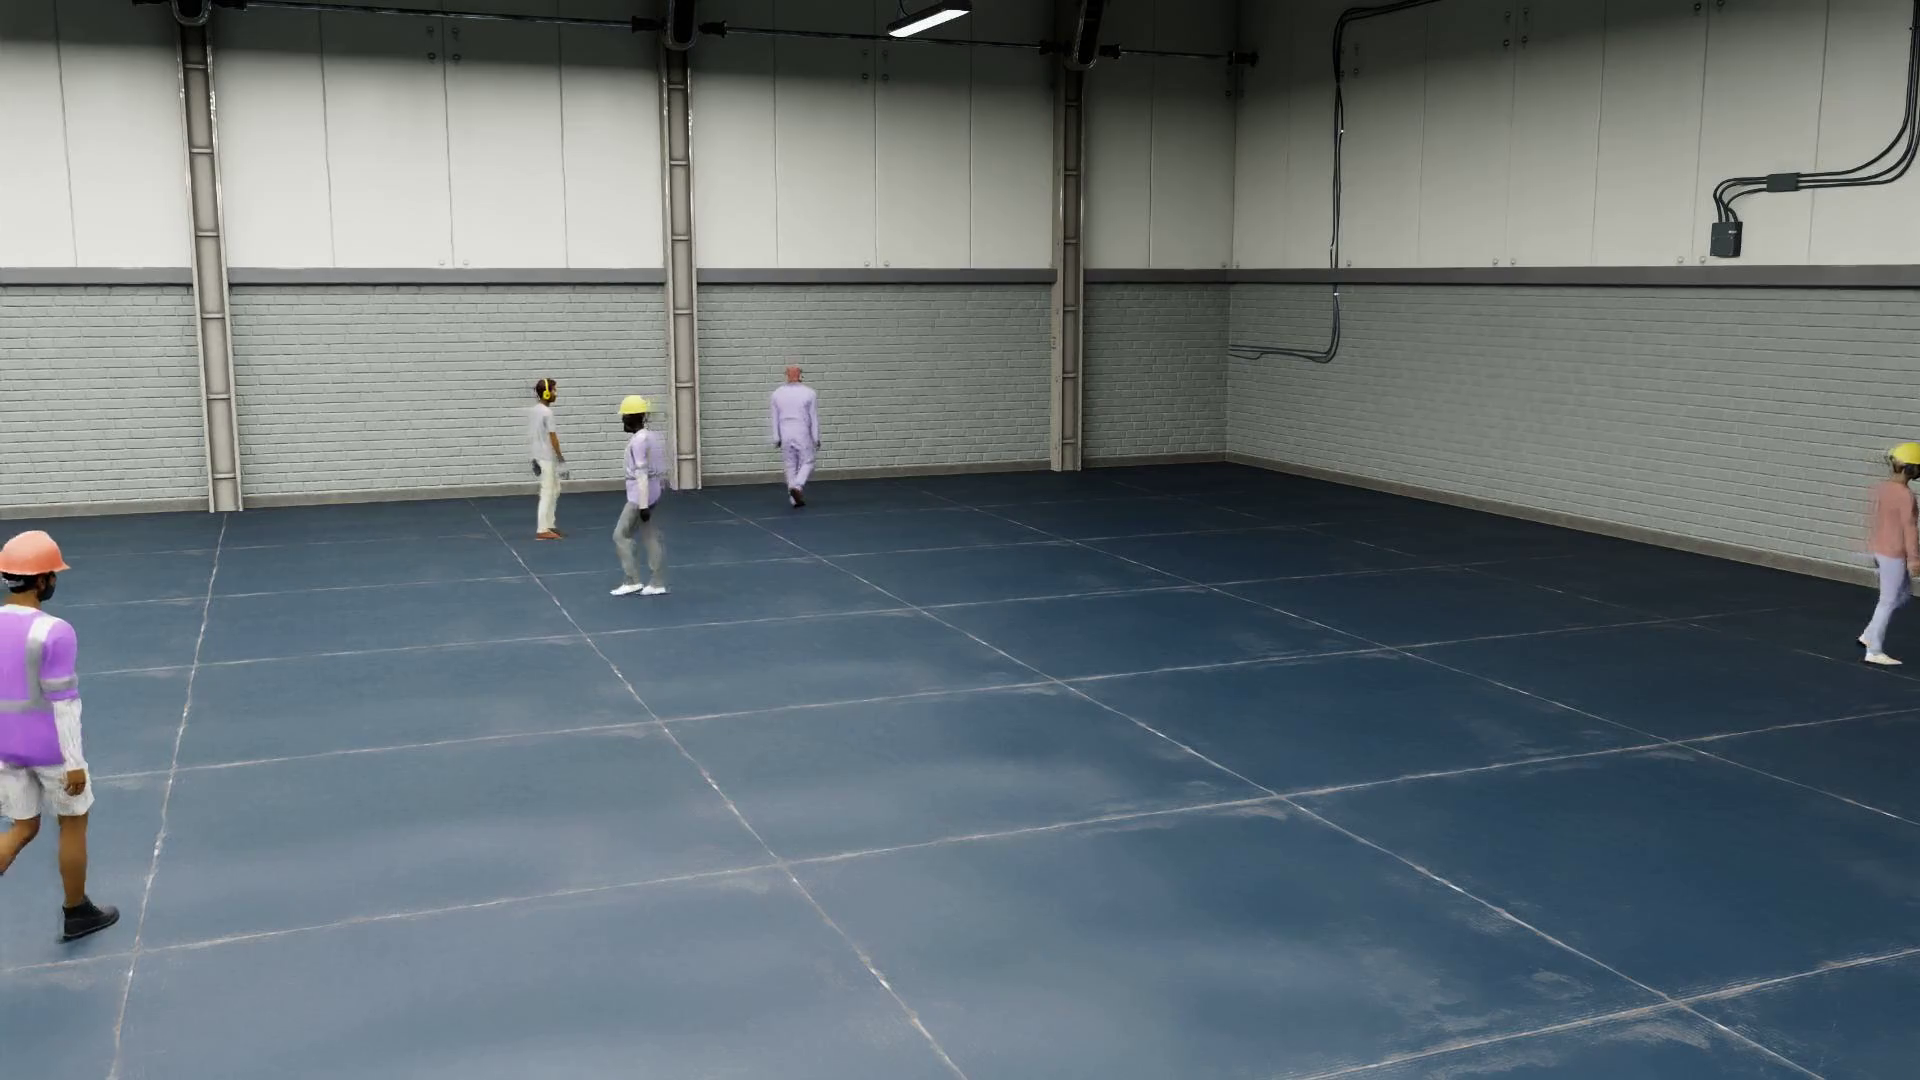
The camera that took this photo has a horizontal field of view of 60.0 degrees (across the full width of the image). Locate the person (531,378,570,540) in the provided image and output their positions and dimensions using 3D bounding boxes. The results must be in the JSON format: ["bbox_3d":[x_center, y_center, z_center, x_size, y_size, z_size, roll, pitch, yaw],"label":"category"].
[{"bbox_3d":[-4.702,-0.927,19.126,0.458,1.862,0.565,-5,10,-28],"label":"person"}]

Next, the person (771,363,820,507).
[{"bbox_3d":[-2.130,-1.345,21.607,0.663,1.894,0.515,3,10,20],"label":"person"}]

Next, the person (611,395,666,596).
[{"bbox_3d":[-3.090,-0.409,15.696,0.660,1.900,0.603,0,9,3],"label":"person"}]

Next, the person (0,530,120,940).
[{"bbox_3d":[-4.137,0.918,7.356,0.553,1.915,0.746,3,9,16],"label":"person"}]

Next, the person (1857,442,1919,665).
[{"bbox_3d":[7.258,0.120,12.892,0.394,1.754,0.529,2,9,14],"label":"person"}]
